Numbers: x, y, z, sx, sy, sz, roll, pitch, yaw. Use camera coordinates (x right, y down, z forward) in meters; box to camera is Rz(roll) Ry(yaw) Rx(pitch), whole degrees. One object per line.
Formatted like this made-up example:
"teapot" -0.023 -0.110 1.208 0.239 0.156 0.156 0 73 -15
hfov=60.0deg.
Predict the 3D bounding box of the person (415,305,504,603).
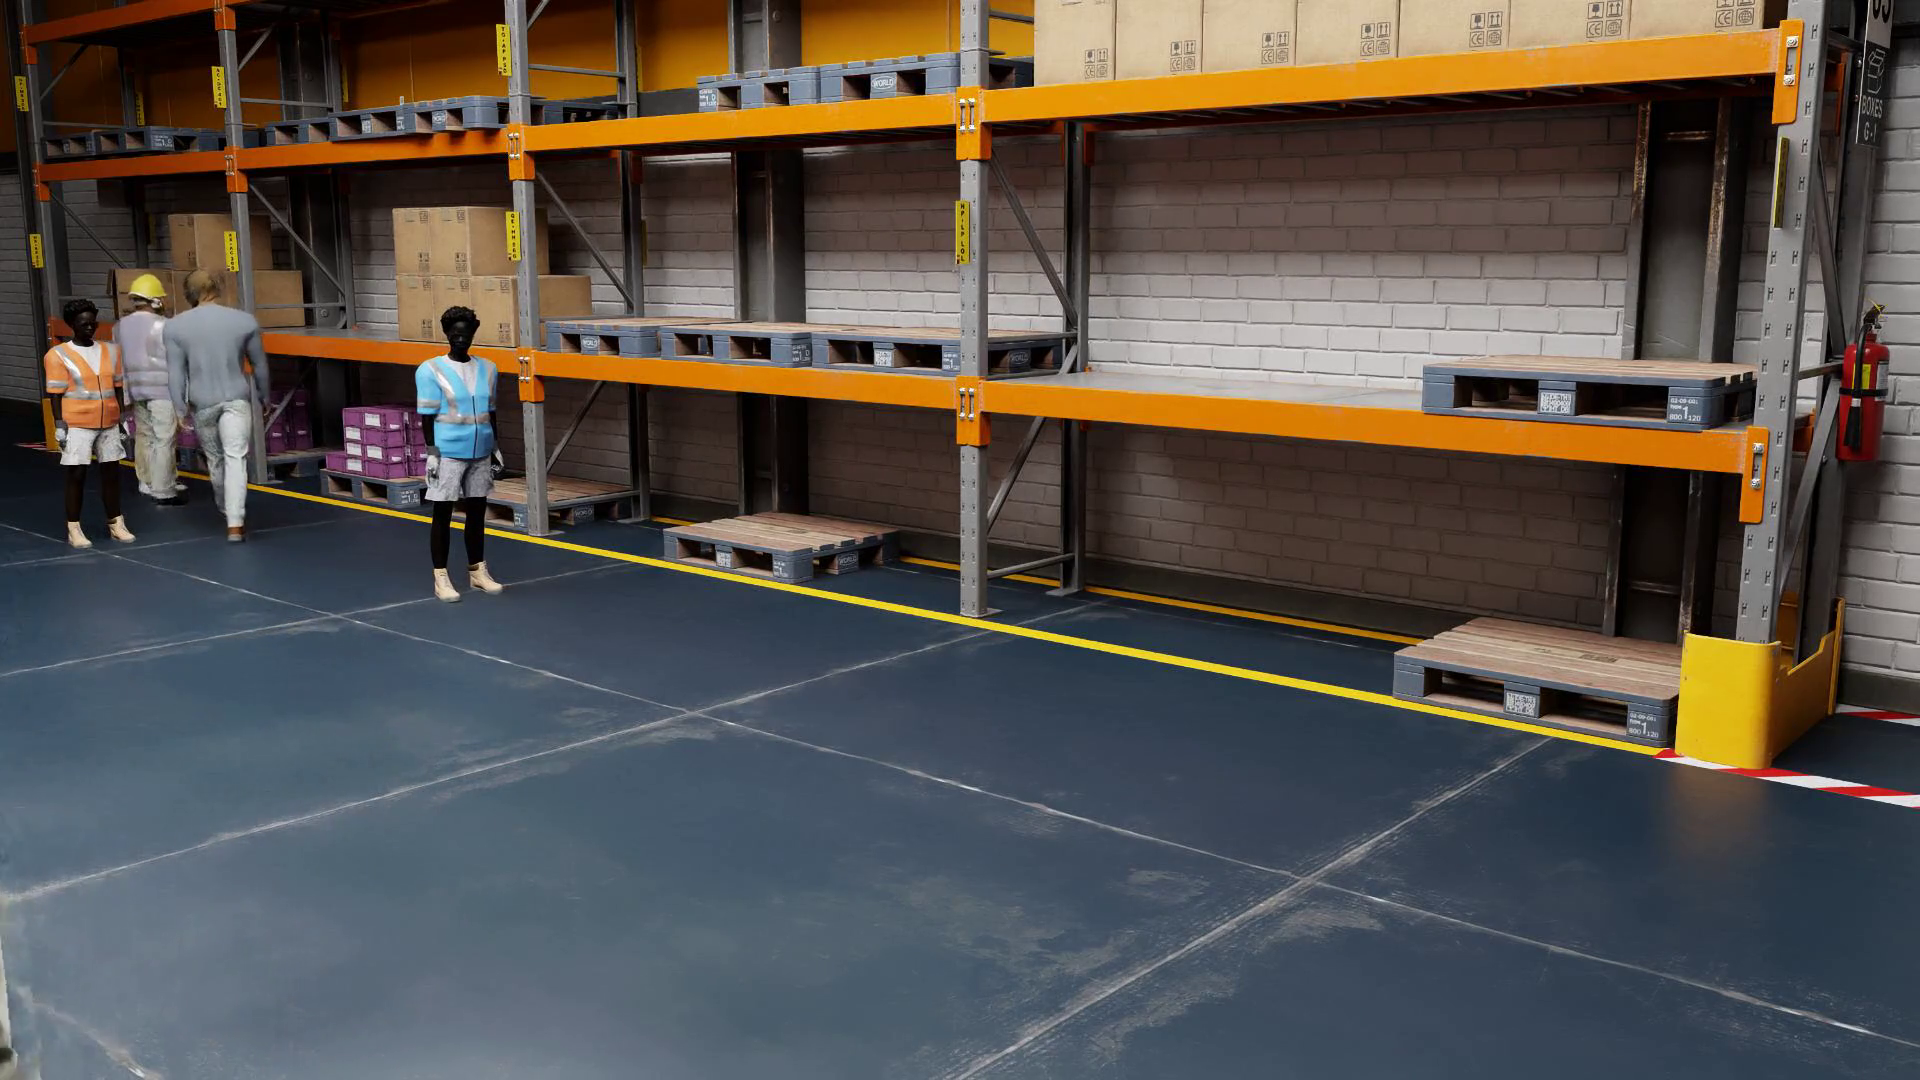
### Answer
"person" -2.876 -0.501 9.608 0.322 1.698 0.533 8 13 39

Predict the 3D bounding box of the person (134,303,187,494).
"person" -6.673 -1.199 13.789 0.277 1.629 0.496 7 12 34

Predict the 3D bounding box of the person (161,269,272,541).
"person" -5.189 -0.947 11.653 0.650 1.867 1.078 -4 11 -20

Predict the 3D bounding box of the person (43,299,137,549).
"person" -5.892 -0.783 11.258 0.320 1.687 0.533 6 12 31

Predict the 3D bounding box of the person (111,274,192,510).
"person" -6.274 -1.155 12.982 0.594 1.834 0.403 4 11 20

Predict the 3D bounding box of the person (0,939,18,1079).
"person" -1.283 0.828 1.904 0.526 1.750 0.580 1 10 8
